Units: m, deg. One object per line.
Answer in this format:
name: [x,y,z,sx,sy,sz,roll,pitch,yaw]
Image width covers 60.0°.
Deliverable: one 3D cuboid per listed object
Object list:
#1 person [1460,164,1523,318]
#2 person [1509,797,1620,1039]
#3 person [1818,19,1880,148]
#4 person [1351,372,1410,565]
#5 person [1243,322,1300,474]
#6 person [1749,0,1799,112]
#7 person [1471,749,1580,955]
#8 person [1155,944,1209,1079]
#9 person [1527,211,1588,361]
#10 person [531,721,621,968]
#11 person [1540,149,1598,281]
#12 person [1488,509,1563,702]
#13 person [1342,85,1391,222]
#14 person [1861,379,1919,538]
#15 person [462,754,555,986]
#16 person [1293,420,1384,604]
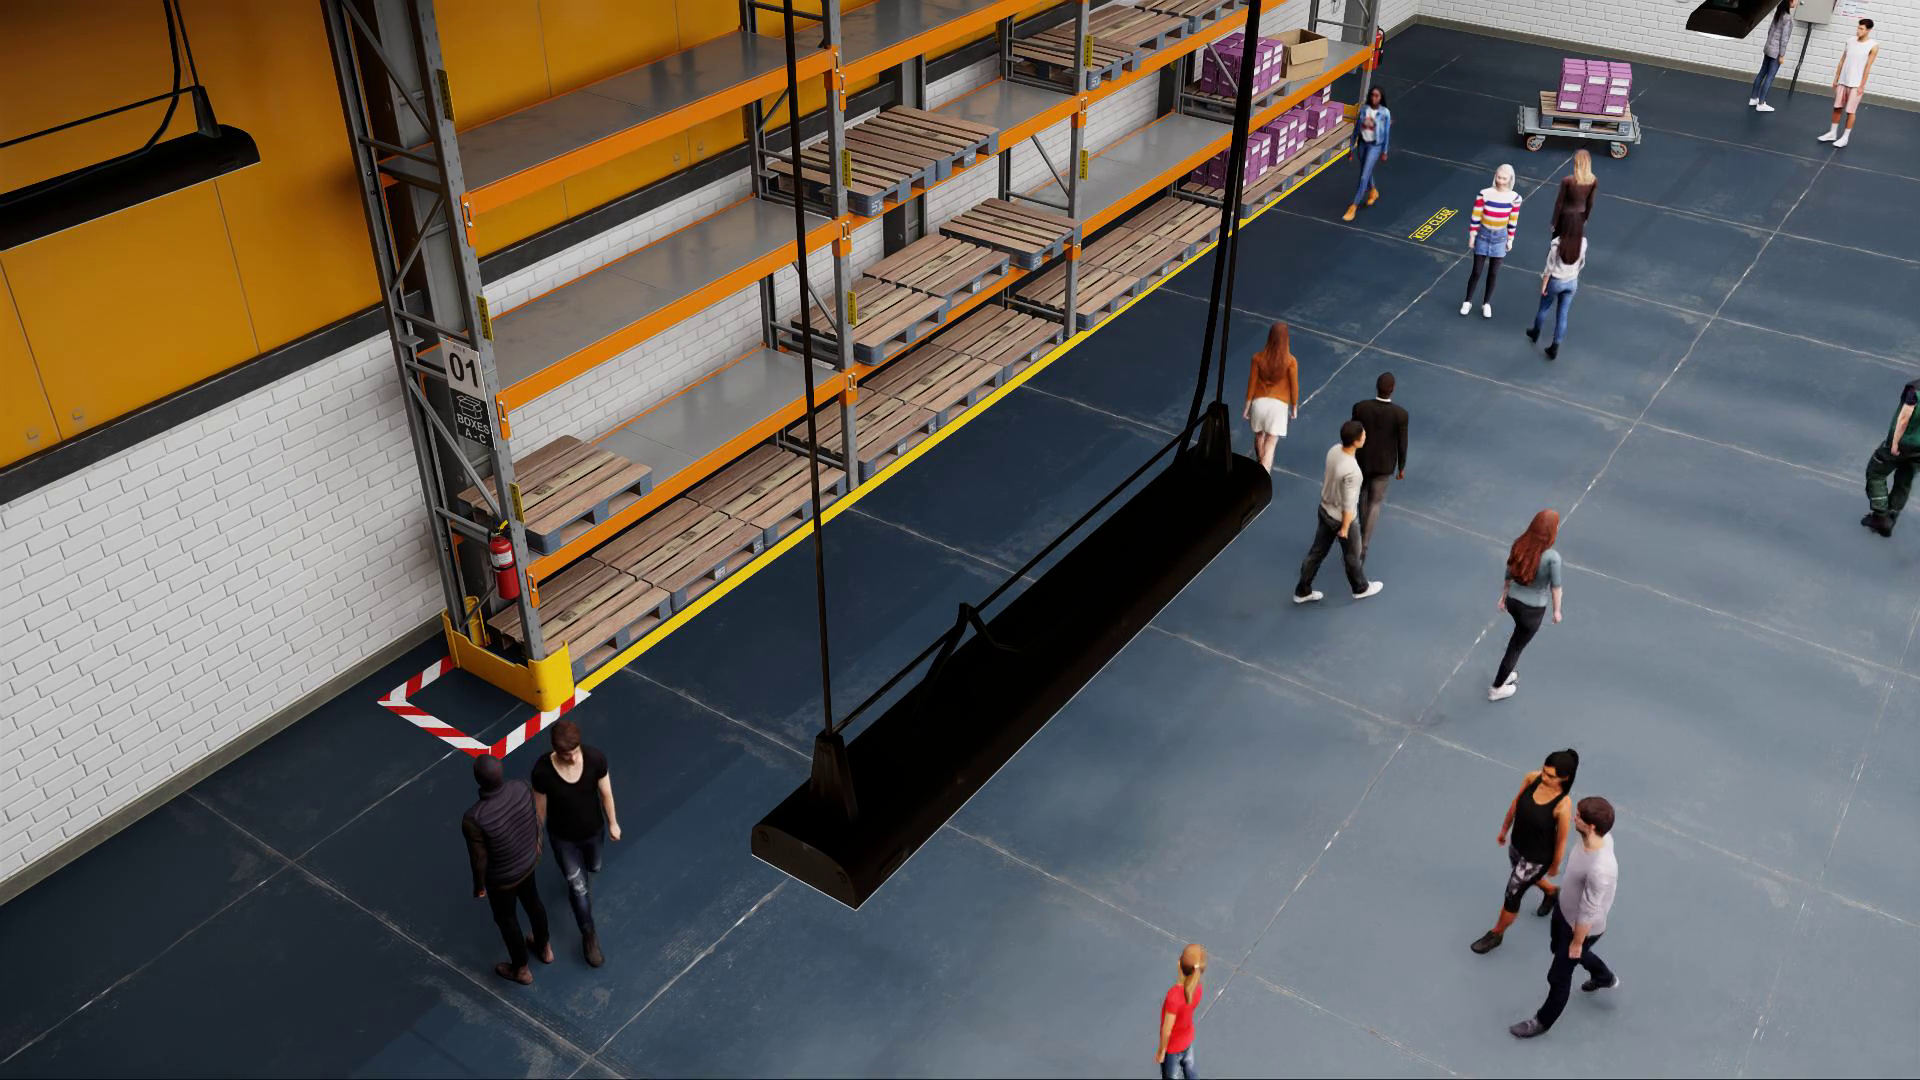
person: [6.027,-3.401,18.847,0.710,1.808,0.632,9,35,13]
person: [3.890,2.302,10.251,1.064,1.825,1.060,3,34,4]
person: [12.619,-6.474,23.496,0.733,1.779,0.734,-17,37,-23]
person: [3.638,-0.605,14.678,0.856,1.767,1.220,13,36,19]
person: [2.898,-1.184,15.626,0.838,1.682,1.187,12,35,17]
person: [12.144,-7.304,24.789,0.754,1.732,0.655,-1,34,-1]
person: [3.811,1.979,10.900,1.106,1.645,0.957,-12,35,-17]
person: [1.277,2.955,9.758,0.681,1.284,0.407,13,36,19]
person: [6.544,-2.714,18.005,0.924,1.595,1.005,-3,34,-4]
person: [-2.530,1.840,10.918,1.216,1.858,1.130,-14,36,-20]
person: [7.131,-3.708,19.418,0.805,1.686,0.863,-2,34,-4]
person: [4.339,0.562,12.959,0.732,1.727,0.699,-17,37,-24]
person: [5.292,-5.008,21.398,0.682,1.661,1.217,24,40,31]
person: [8.580,-0.843,14.927,0.830,1.887,0.882,-4,34,-6]
person: [-2.874,2.075,10.583,0.758,1.836,0.496,20,38,27]
person: [3.124,-0.210,14.075,1.136,1.777,1.005,-10,35,-15]
